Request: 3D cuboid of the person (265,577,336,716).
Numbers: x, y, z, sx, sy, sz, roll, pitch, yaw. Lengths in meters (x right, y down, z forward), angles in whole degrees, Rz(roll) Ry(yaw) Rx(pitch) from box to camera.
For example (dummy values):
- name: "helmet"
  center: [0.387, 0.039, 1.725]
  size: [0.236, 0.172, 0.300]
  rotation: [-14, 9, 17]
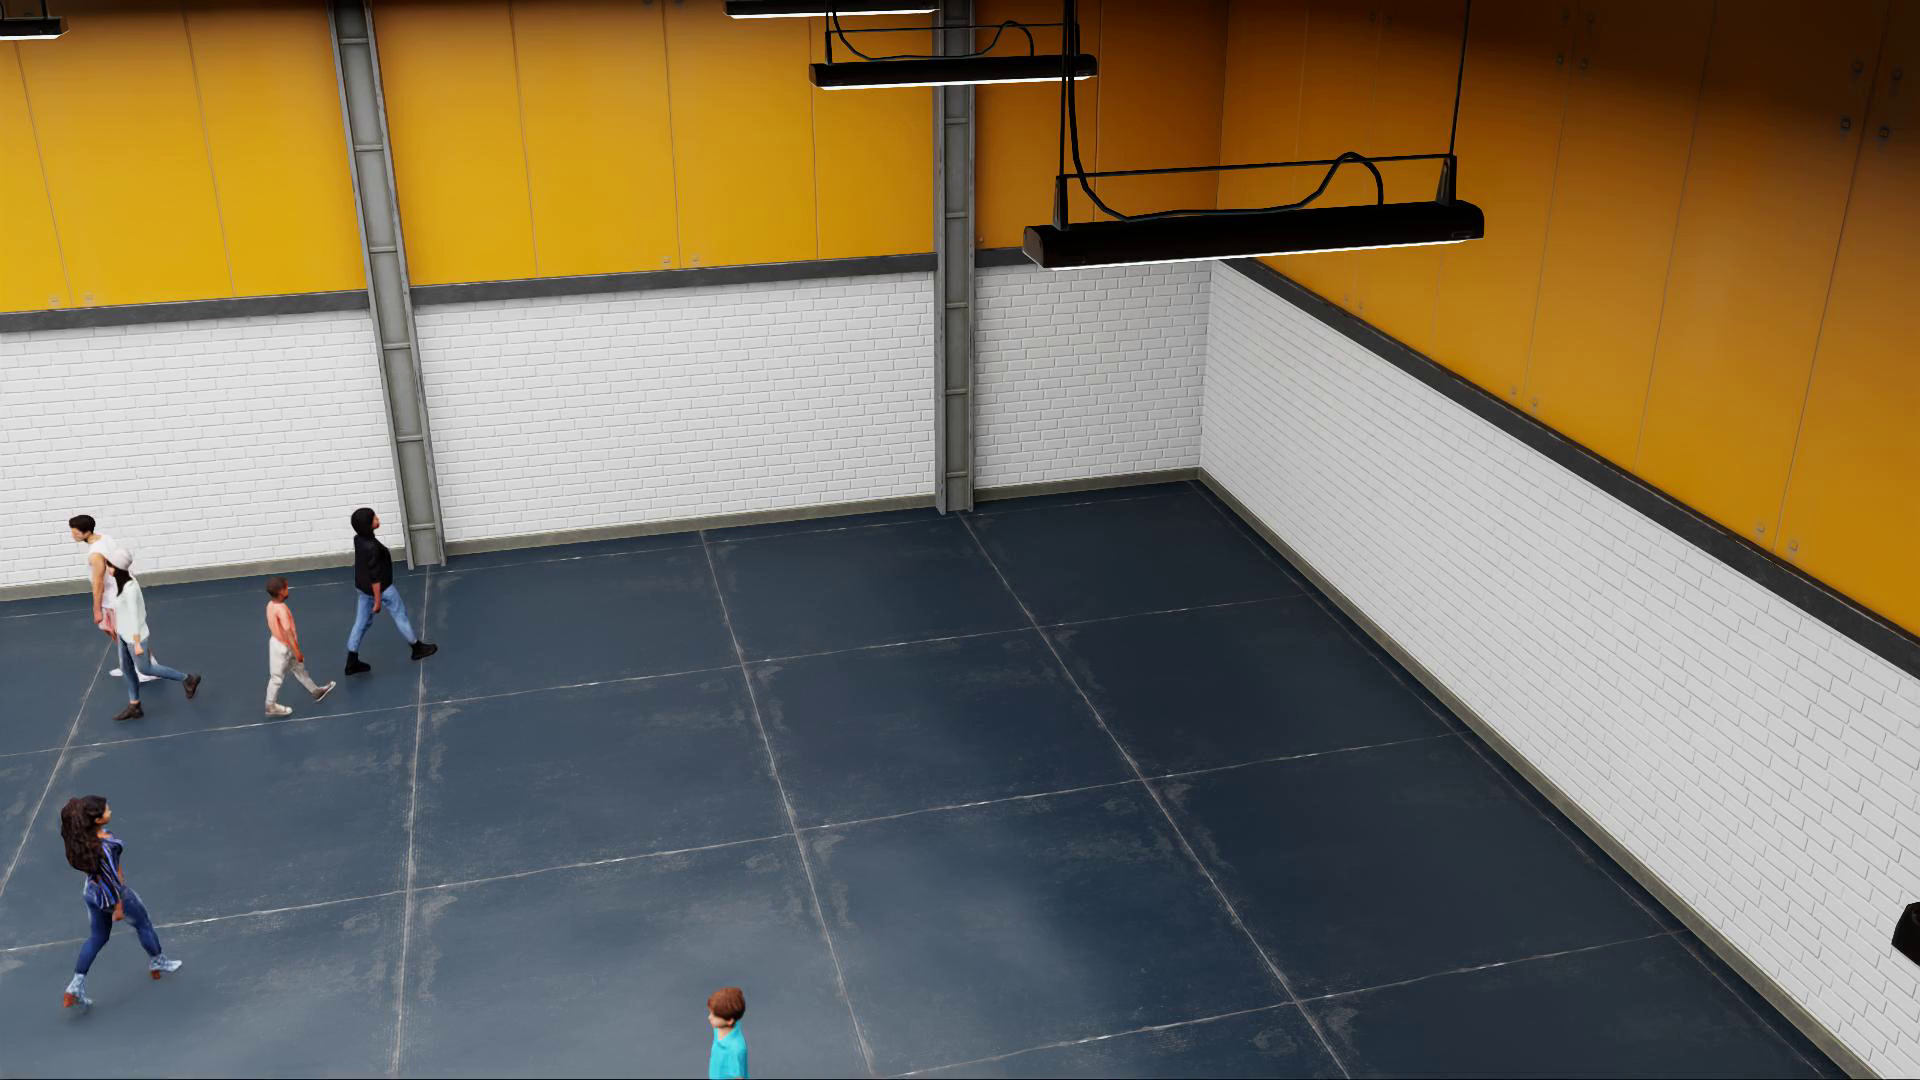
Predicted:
- name: "person"
  center: [-6.182, 0.984, 15.020]
  size: [0.930, 1.276, 0.700]
  rotation: [-12, 26, -26]

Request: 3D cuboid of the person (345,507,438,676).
- name: "person"
  center: [-5.572, 0.514, 15.620]
  size: [0.983, 1.656, 1.157]
  rotation: [19, 30, 37]

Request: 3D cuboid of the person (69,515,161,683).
- name: "person"
  center: [-7.751, 0.540, 15.461]
  size: [0.736, 1.736, 0.660]
  rotation: [-4, 24, -9]

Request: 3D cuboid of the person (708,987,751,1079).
- name: "person"
  center: [-1.301, 3.215, 9.700]
  size: [0.674, 1.450, 0.591]
  rotation: [-11, 26, -24]

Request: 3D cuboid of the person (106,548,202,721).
- name: "person"
  center: [-7.330, 0.832, 14.935]
  size: [1.076, 1.622, 0.804]
  rotation: [-16, 28, -32]

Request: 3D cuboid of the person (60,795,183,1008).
- name: "person"
  center: [-5.845, 2.453, 11.269]
  size: [0.998, 1.588, 1.104]
  rotation: [16, 28, 32]
